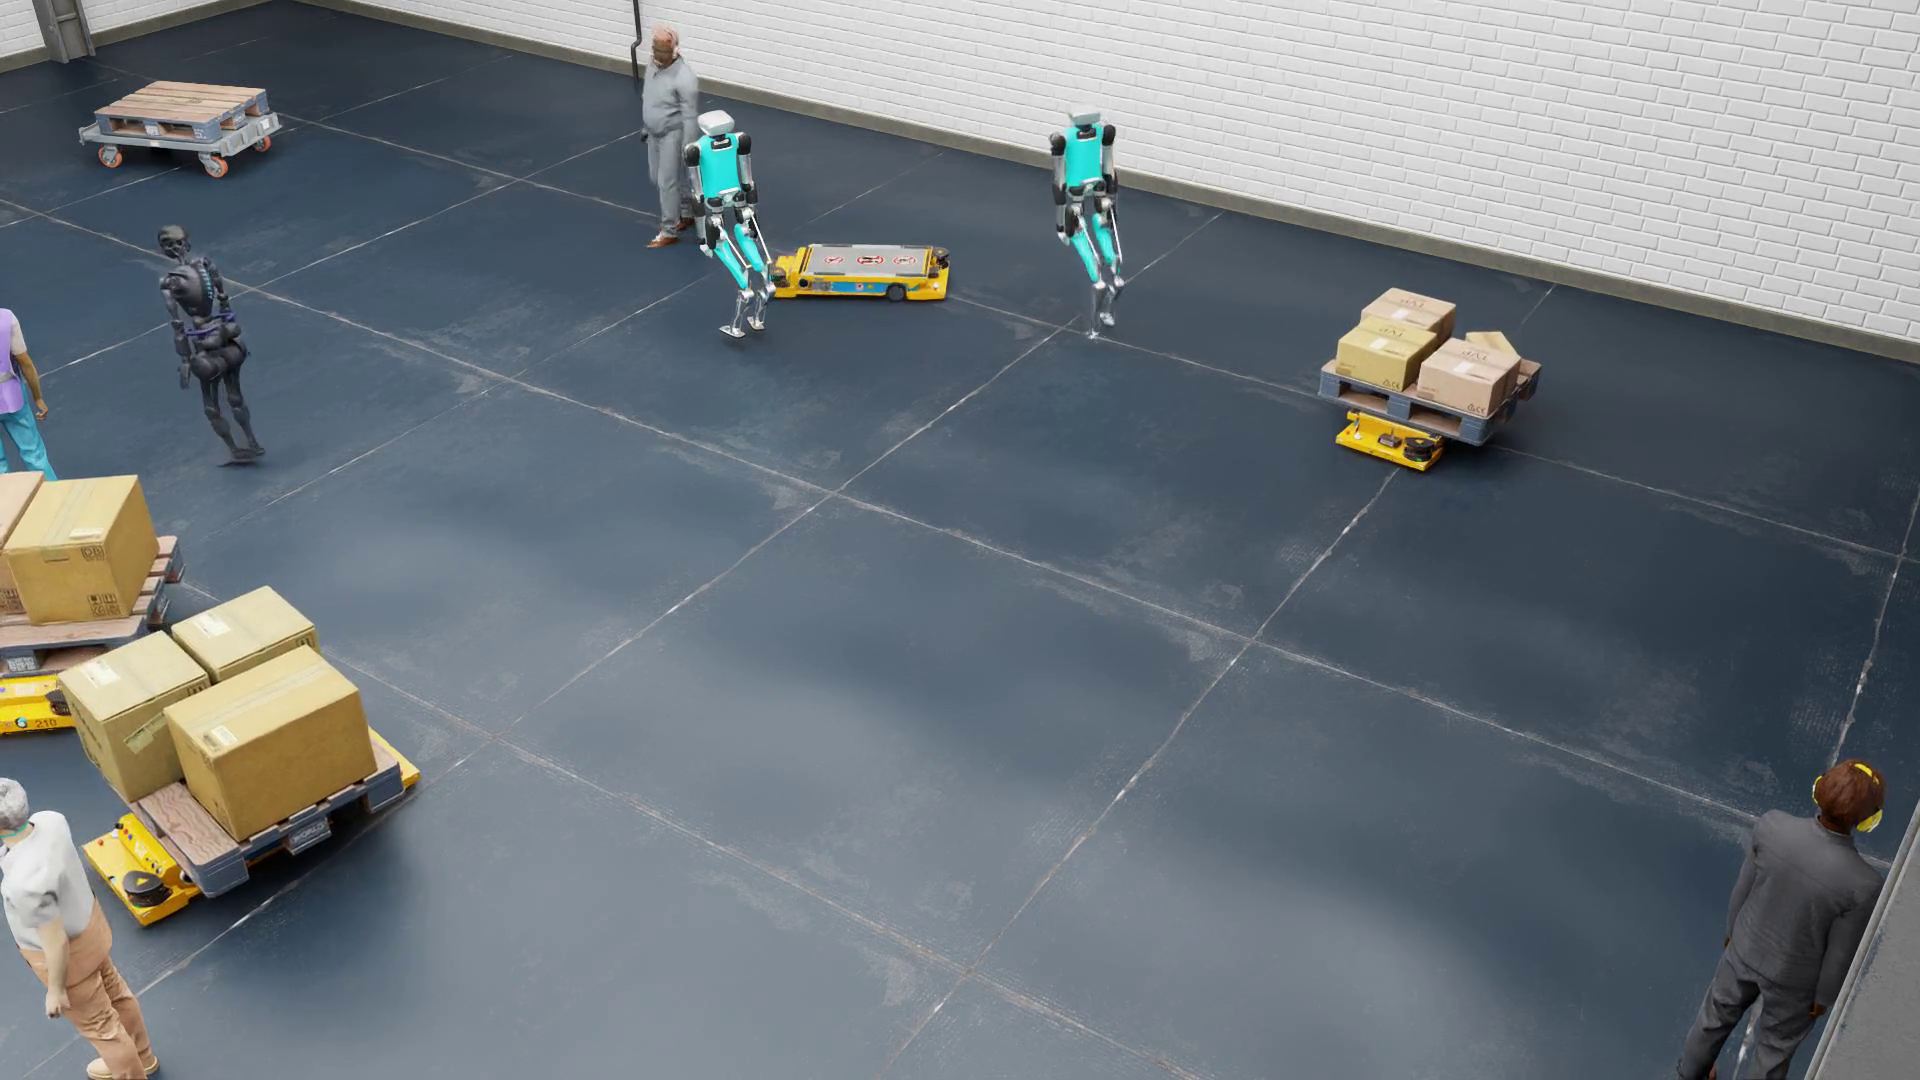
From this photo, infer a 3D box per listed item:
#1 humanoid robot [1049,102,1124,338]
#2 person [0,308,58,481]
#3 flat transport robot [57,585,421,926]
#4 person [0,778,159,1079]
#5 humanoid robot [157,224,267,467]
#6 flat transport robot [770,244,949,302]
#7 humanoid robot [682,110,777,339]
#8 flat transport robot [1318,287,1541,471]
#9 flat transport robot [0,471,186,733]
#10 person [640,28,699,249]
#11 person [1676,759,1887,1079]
[{"bbox_3d":[1.034,-2.348,12.570,0.556,1.784,0.776,-14,35,-20],"label":"humanoid robot"},{"bbox_3d":[-5.818,-0.785,10.021,0.565,1.844,0.390,-21,38,-29],"label":"person"},{"bbox_3d":[-3.481,1.313,8.213,0.659,0.231,1.431,28,42,36],"label":"flat transport robot"},{"bbox_3d":[-3.457,1.584,6.431,0.320,1.740,0.481,-9,34,-14],"label":"person"},{"bbox_3d":[-4.946,-1.278,10.952,0.368,1.637,0.614,9,34,13],"label":"humanoid robot"},{"bbox_3d":[-0.817,-2.199,13.678,1.431,0.231,0.659,1,33,2],"label":"flat transport robot"},{"bbox_3d":[-1.634,-2.277,12.315,0.533,1.681,0.735,-20,38,-28],"label":"humanoid robot"},{"bbox_3d":[3.269,-0.926,11.698,0.659,0.231,1.431,22,39,31],"label":"flat transport robot"},{"bbox_3d":[-5.075,0.568,9.373,0.659,0.231,1.431,-5,33,-7],"label":"flat transport robot"},{"bbox_3d":[-2.483,-3.393,14.065,0.558,1.881,0.661,-21,38,-29],"label":"person"},{"bbox_3d":[3.125,1.585,6.317,0.363,1.869,0.482,-23,39,-31],"label":"person"}]
